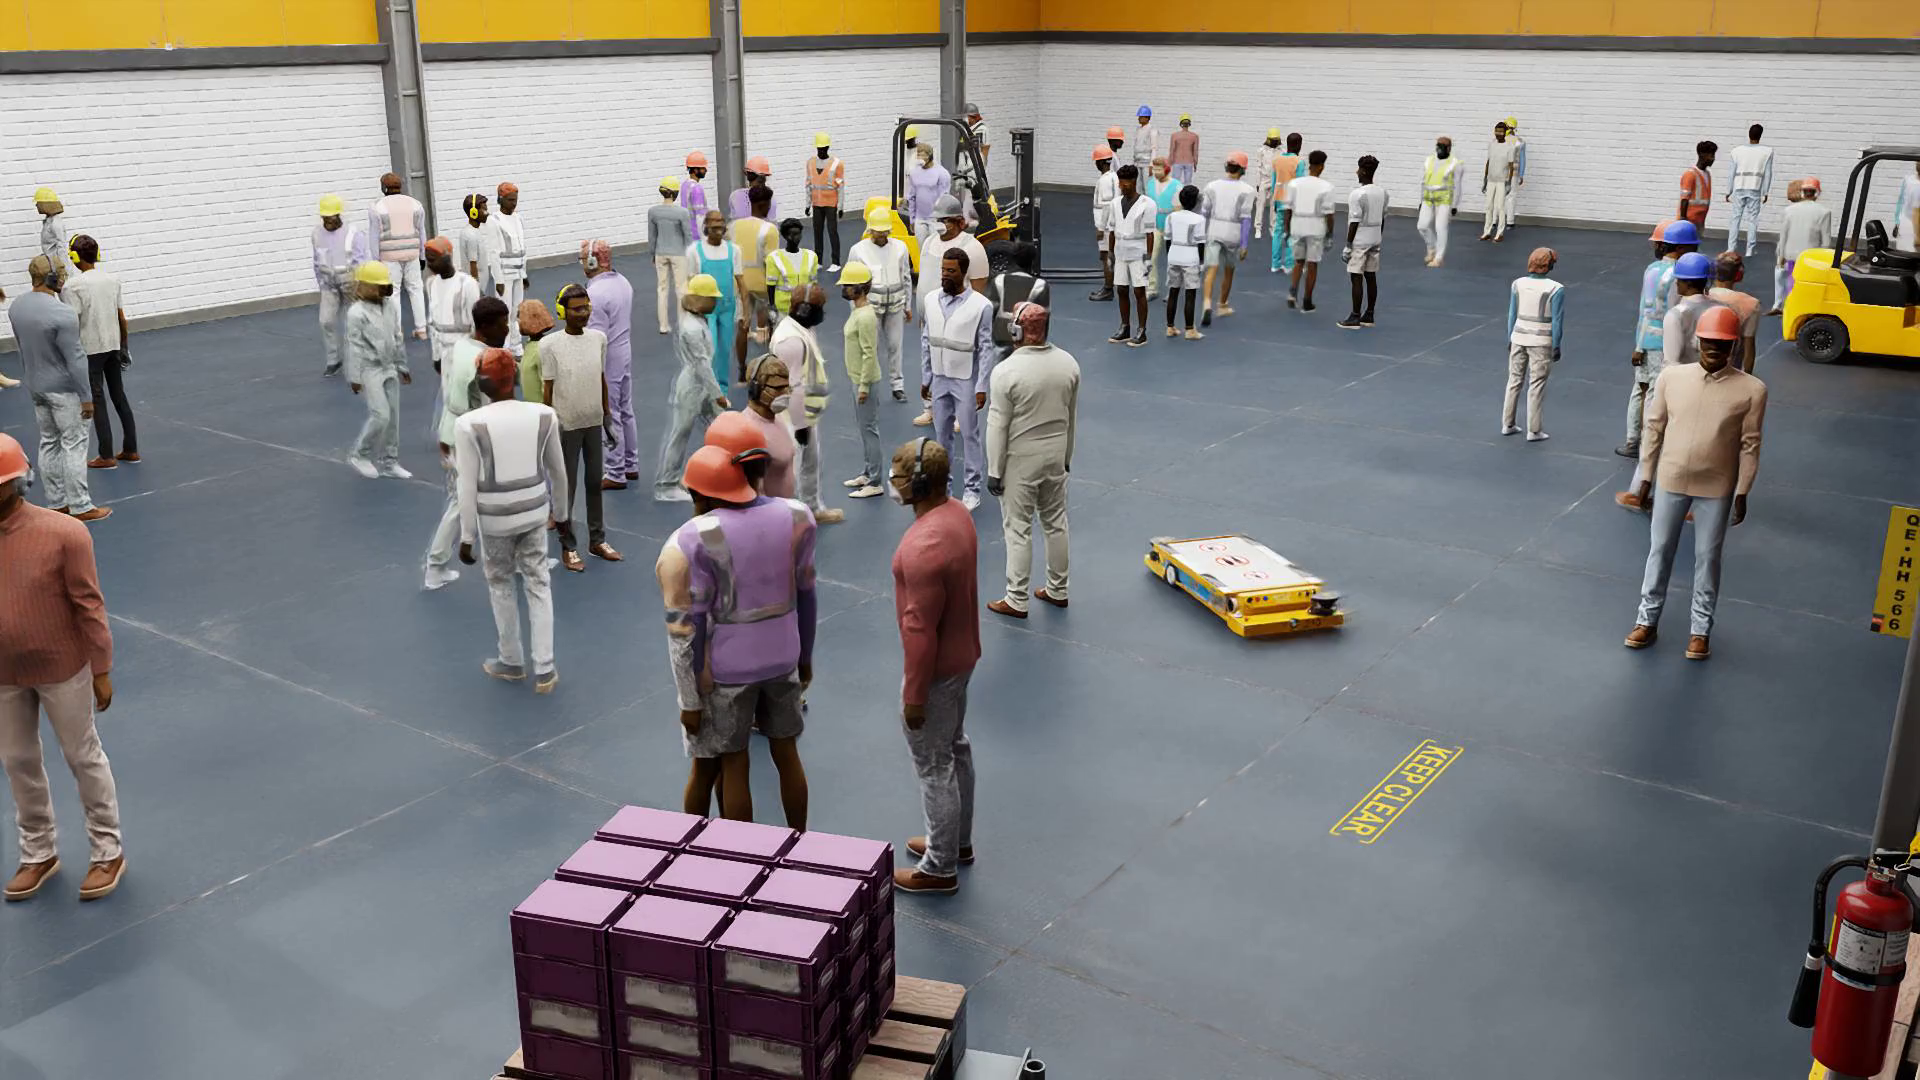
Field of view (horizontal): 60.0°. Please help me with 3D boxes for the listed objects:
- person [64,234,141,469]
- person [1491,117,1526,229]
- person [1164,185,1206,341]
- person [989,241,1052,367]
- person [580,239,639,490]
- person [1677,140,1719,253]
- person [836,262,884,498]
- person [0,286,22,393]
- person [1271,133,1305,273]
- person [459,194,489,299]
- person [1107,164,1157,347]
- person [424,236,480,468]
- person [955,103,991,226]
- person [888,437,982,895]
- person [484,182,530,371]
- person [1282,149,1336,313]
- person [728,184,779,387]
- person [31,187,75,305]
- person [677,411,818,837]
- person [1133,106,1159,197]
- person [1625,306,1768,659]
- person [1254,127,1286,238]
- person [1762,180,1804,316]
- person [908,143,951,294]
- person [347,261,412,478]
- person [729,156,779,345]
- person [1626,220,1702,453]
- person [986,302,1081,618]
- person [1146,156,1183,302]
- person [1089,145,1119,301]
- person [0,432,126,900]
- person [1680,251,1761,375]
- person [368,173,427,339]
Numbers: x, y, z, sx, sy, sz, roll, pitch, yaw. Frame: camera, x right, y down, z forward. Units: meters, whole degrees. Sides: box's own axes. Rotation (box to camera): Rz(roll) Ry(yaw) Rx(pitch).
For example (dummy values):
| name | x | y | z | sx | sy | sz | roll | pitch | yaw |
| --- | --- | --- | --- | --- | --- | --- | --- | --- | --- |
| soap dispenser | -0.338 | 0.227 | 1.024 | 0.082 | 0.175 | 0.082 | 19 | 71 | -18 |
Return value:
| name | x | y | z | sx | sy | sz | roll | pitch | yaw |
| --- | --- | --- | --- | --- | --- | --- | --- | --- | --- |
| person | -6.845 | -1.491 | 13.228 | 0.335 | 1.857 | 0.529 | 7 | 19 | 22 |
| person | 9.079 | -6.094 | 27.659 | 0.599 | 1.827 | 0.403 | 7 | 19 | 22 |
| person | 2.487 | -3.061 | 18.388 | 0.537 | 1.695 | 0.321 | 17 | 24 | 42 |
| person | 0.514 | -1.706 | 14.173 | 0.548 | 1.672 | 0.518 | 6 | 19 | 17 |
| person | -2.702 | -1.332 | 12.645 | 0.403 | 1.904 | 0.652 | 3 | 18 | 10 |
| person | 9.374 | -4.107 | 21.238 | 0.611 | 1.960 | 0.375 | -15 | 23 | -39 |
| person | -0.752 | -1.195 | 12.440 | 0.325 | 1.767 | 0.533 | -3 | 18 | -8 |
| person | -9.304 | -2.413 | 15.807 | 0.394 | 2.038 | 0.611 | 1 | 18 | 5 |
| person | 4.544 | -4.663 | 23.051 | 0.390 | 1.913 | 0.588 | -11 | 21 | -32 |
| person | -4.647 | -2.402 | 16.069 | 0.324 | 1.861 | 0.510 | -6 | 19 | -18 |
| person | 1.848 | -3.094 | 18.087 | 0.616 | 1.951 | 0.388 | 16 | 23 | 40 |
| person | -3.954 | -1.460 | 13.111 | 0.611 | 1.866 | 0.361 | 13 | 22 | 35 |
| person | 0.179 | -6.349 | 28.114 | 0.535 | 2.000 | 0.688 | -10 | 20 | -29 |
| person | -0.103 | 0.521 | 6.803 | 0.370 | 1.933 | 0.640 | 4 | 18 | 14 |
| person | -4.563 | -2.676 | 16.878 | 0.360 | 1.886 | 0.574 | 5 | 18 | 16 |
| person | 4.197 | -3.697 | 19.969 | 0.642 | 1.944 | 0.418 | 12 | 21 | 32 |
| person | -1.942 | -2.506 | 16.274 | 0.626 | 1.919 | 0.912 | 8 | 19 | 24 |
| person | -9.606 | -2.870 | 17.713 | 0.296 | 1.745 | 0.484 | -12 | 21 | -34 |
| person | -0.862 | 0.478 | 6.785 | 0.603 | 2.035 | 0.417 | -12 | 21 | -34 |
| person | 3.177 | -6.503 | 28.745 | 0.389 | 1.949 | 0.603 | -10 | 20 | -29 |
| person | 4.126 | -0.322 | 9.335 | 0.611 | 1.997 | 0.375 | 11 | 21 | 32 |
| person | 4.961 | -5.704 | 26.580 | 0.485 | 1.744 | 0.295 | -2 | 18 | -5 |
| person | 9.830 | -3.439 | 19.705 | 0.367 | 1.607 | 0.526 | 2 | 18 | 5 |
| person | -0.400 | -4.080 | 21.211 | 0.631 | 1.929 | 0.385 | 13 | 22 | 35 |
| person | -4.465 | -1.292 | 12.804 | 0.401 | 1.722 | 0.518 | 7 | 19 | 20 |
| person | -2.208 | -3.144 | 18.116 | 0.613 | 2.031 | 0.403 | 10 | 20 | 29 |
| person | 5.644 | -1.585 | 13.363 | 0.403 | 1.948 | 0.605 | 0 | 18 | -1 |
| person | 0.412 | -0.481 | 10.002 | 0.642 | 1.899 | 0.394 | -13 | 22 | -35 |
| person | 2.552 | -3.857 | 20.694 | 0.568 | 1.816 | 0.484 | 16 | 24 | 41 |
| person | 1.798 | -3.965 | 20.837 | 0.375 | 1.930 | 0.542 | 4 | 18 | 13 |
| person | -3.753 | 0.518 | 6.726 | 0.628 | 1.988 | 0.413 | -1 | 18 | -2 |
| person | 5.598 | -1.220 | 12.409 | 0.568 | 1.836 | 0.381 | 16 | 24 | 40 |
| person | -6.174 | -3.106 | 18.306 | 0.633 | 1.837 | 0.429 | -14 | 23 | -38 |
